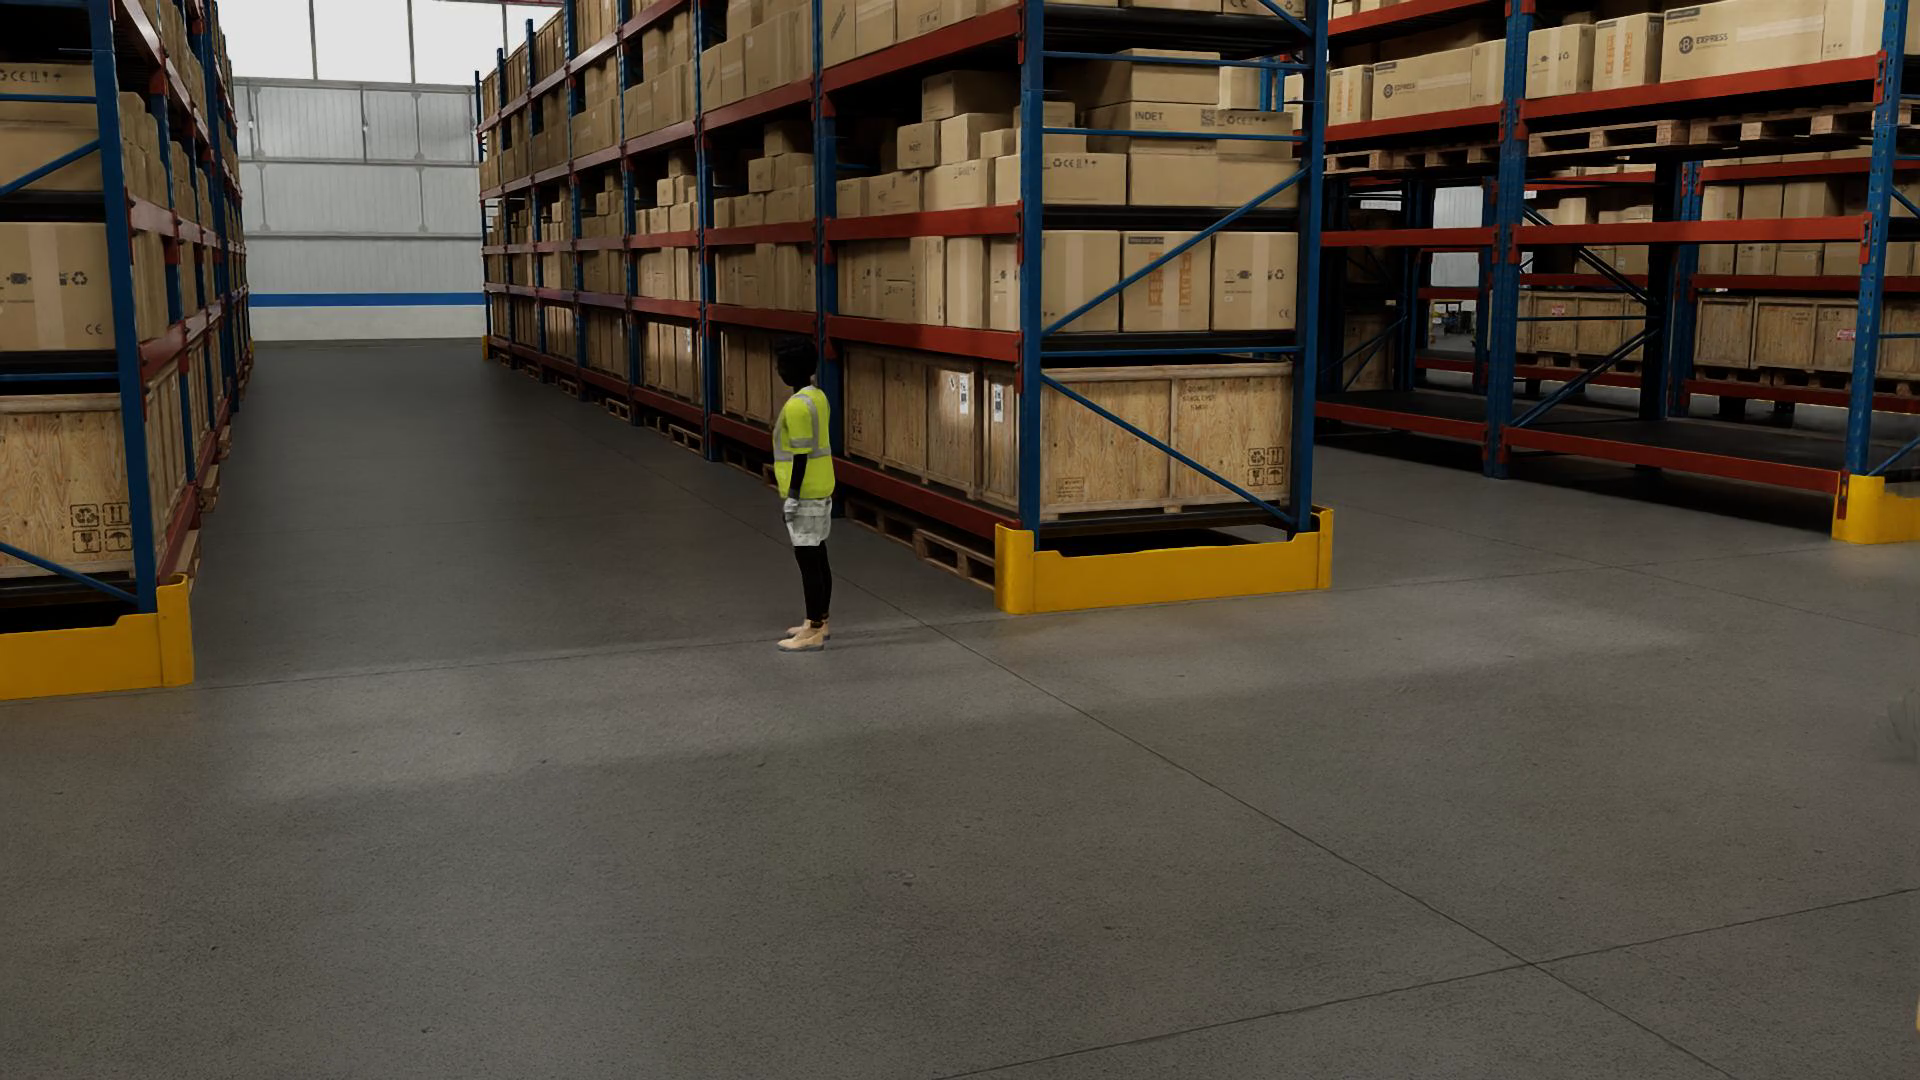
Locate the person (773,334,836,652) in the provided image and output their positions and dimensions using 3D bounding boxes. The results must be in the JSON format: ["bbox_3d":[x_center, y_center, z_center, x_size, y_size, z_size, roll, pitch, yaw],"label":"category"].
[{"bbox_3d":[-0.835,-0.249,8.902,0.319,1.694,0.533,1,10,7],"label":"person"}]
